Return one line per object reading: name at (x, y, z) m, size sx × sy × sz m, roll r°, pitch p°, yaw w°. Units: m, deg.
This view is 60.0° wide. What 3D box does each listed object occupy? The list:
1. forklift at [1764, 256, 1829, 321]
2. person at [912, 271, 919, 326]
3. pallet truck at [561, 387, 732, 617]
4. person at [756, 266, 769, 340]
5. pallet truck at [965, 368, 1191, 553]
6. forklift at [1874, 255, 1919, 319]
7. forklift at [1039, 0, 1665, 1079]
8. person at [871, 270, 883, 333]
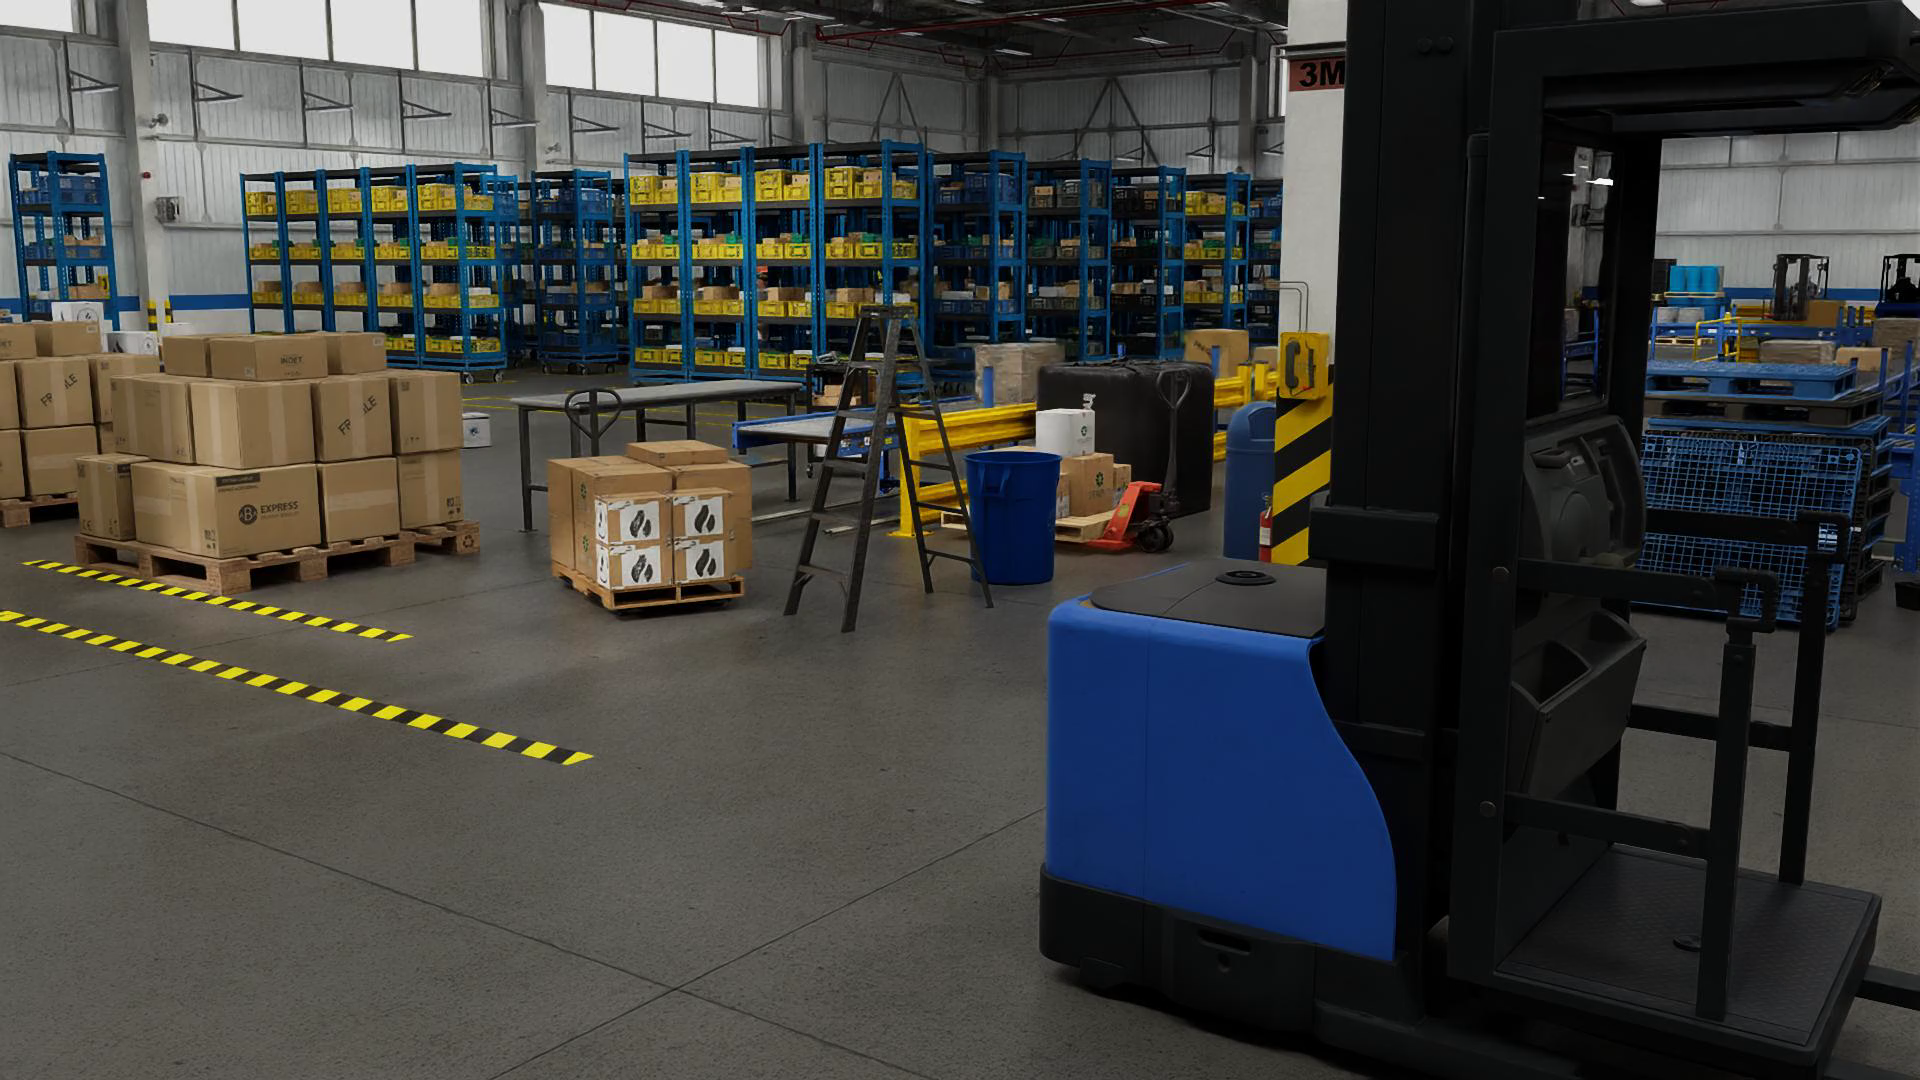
forklift at (20.253, -5.854, 40.139) m, size 1.157 × 1.987 × 2.680 m, roll 7°, pitch 12°, yaw 35°
person at (-0.890, -4.952, 36.222) m, size 0.581 × 1.811 × 0.833 m, roll 6°, pitch 12°, yaw 34°
pallet truck at (-1.981, -0.274, 10.088) m, size 0.680 × 1.201 × 1.601 m, roll -5°, pitch 11°, yaw -28°
person at (-3.509, -3.928, 29.567) m, size 0.375 × 1.995 × 0.610 m, roll 2°, pitch 10°, yaw 14°
pallet truck at (0.845, -0.609, 11.869) m, size 1.630 × 1.274 × 0.653 m, roll 7°, pitch 12°, yaw 35°
forklift at (22.089, -5.634, 38.796) m, size 1.157 × 1.987 × 2.680 m, roll 6°, pitch 11°, yaw 33°
forklift at (1.249, -0.137, 4.360) m, size 1.873 × 2.768 × 1.129 m, roll 7°, pitch 12°, yaw 35°
person at (-1.699, -4.523, 33.587) m, size 0.403 × 1.835 × 0.586 m, roll 1°, pitch 10°, yaw 7°
